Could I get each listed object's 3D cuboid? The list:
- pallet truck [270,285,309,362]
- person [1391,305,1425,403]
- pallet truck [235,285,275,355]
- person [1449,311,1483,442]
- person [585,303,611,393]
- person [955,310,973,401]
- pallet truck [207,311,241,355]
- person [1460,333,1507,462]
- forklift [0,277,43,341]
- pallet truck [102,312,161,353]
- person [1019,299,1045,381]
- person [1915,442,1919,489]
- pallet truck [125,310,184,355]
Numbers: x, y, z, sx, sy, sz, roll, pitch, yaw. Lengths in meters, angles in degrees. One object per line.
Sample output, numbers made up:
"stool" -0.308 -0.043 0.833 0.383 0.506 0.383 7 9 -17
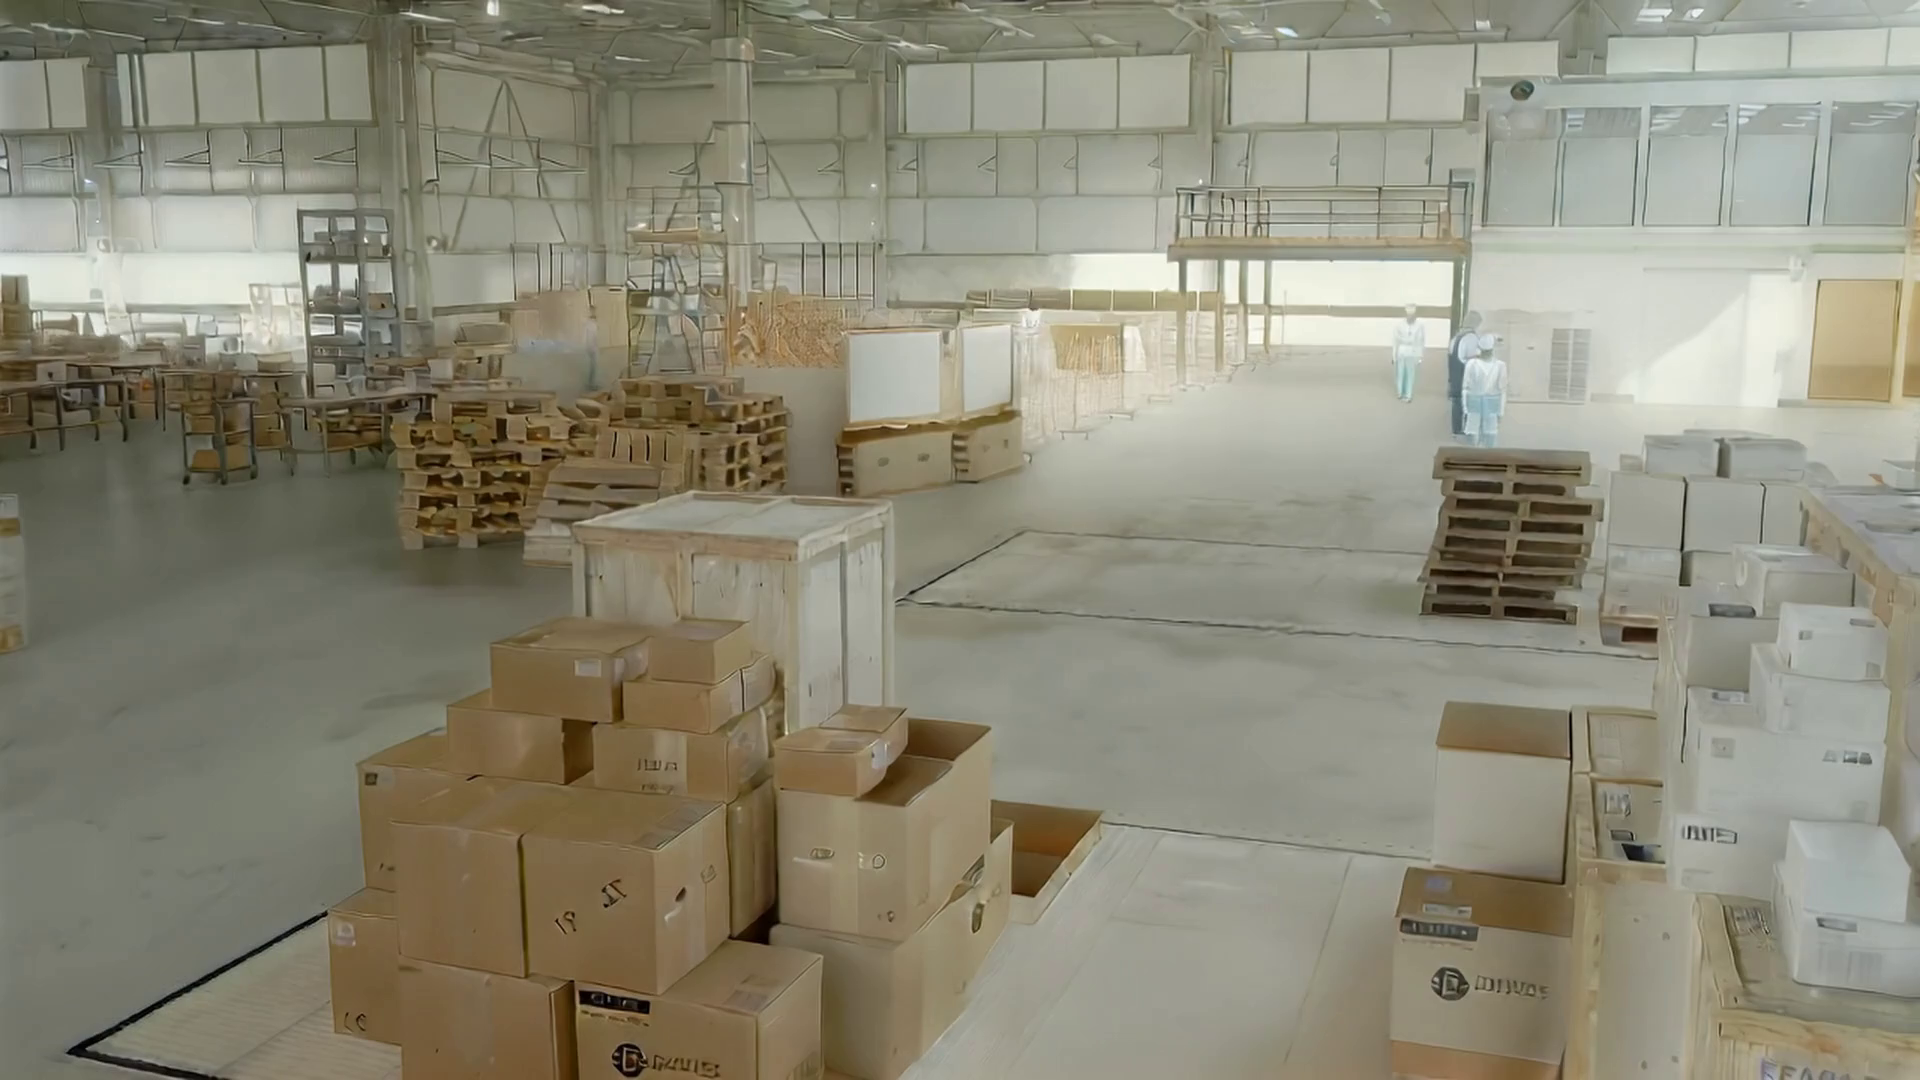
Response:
"pallet truck" -17.147 -5.700 43.663 0.823 1.965 1.885 3 11 17
"person" 8.666 -3.614 32.241 0.607 1.896 0.860 2 10 9
"pallet truck" -18.327 -5.835 44.421 0.823 1.965 1.885 4 11 23
"person" 7.903 -2.546 25.780 0.536 2.000 0.676 -2 10 -11
"person" -7.424 -3.936 34.154 0.617 1.857 0.546 -5 11 -24
"person" 0.079 -3.600 32.516 0.333 1.761 0.524 -2 10 -12
"pallet truck" -19.537 -5.575 44.913 0.653 1.274 1.630 3 11 19
"person" 6.617 -1.652 21.036 0.551 1.935 0.362 2 10 12
"forklift" -27.151 -6.329 46.328 1.157 1.987 2.680 3 11 17
"pallet truck" -23.057 -5.777 46.261 0.680 1.201 1.601 3 11 19
"person" 1.633 -4.511 37.419 0.591 1.847 0.969 5 11 27
"person" 7.335 -0.145 12.277 0.605 2.035 0.392 2 10 13
"pallet truck" -22.038 -5.665 45.457 0.704 1.261 1.522 3 11 17
